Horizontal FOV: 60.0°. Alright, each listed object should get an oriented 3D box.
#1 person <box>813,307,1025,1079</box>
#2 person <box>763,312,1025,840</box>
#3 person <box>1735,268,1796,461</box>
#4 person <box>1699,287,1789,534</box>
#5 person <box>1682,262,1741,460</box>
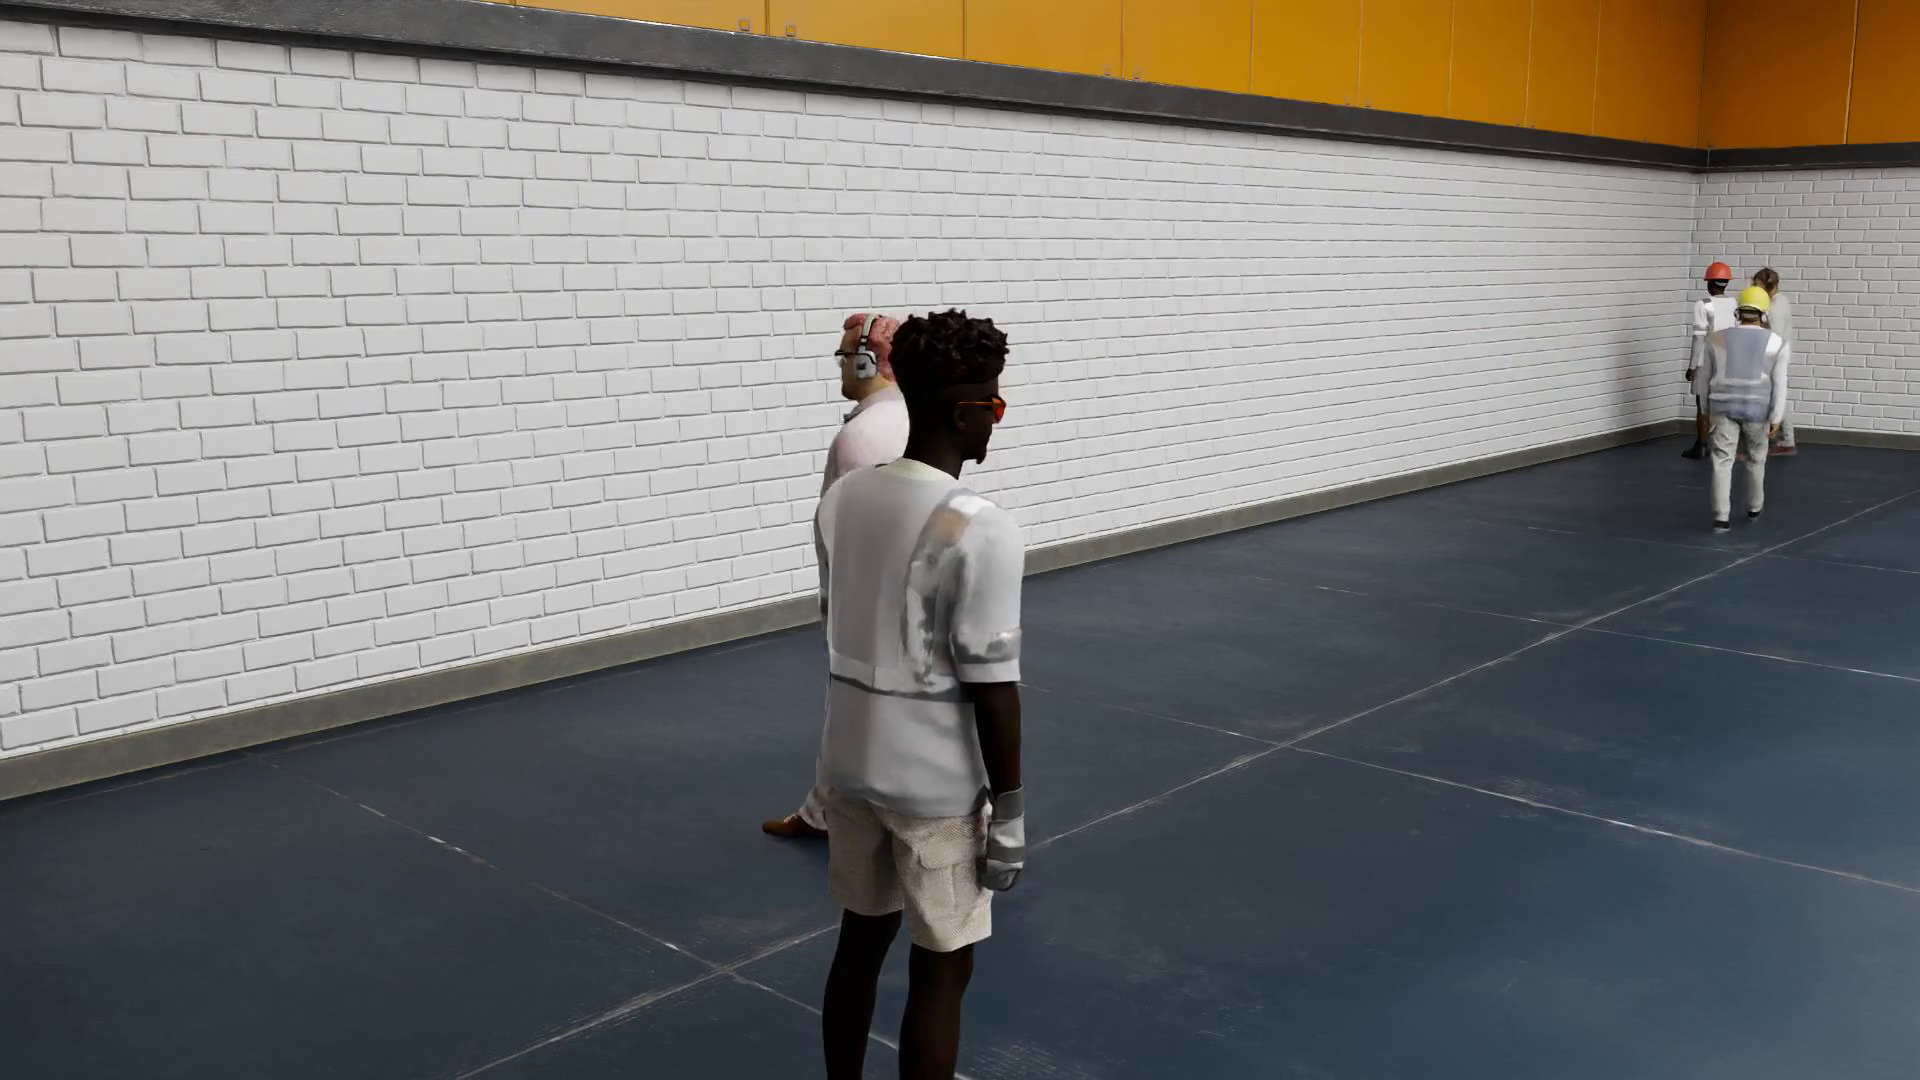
[{"bbox_3d":[-0.079,0.489,3.553,0.394,1.958,0.609,-8,13,-38],"label":"person"},{"bbox_3d":[-0.226,0.175,5.585,0.949,1.875,0.647,3,10,15],"label":"person"},{"bbox_3d":[7.966,-1.722,16.355,0.524,1.903,0.740,5,11,27],"label":"person"},{"bbox_3d":[5.789,-0.968,12.313,0.593,1.785,0.914,5,11,28],"label":"person"},{"bbox_3d":[7.399,-1.757,16.378,0.553,1.935,0.362,-2,10,-13],"label":"person"}]
